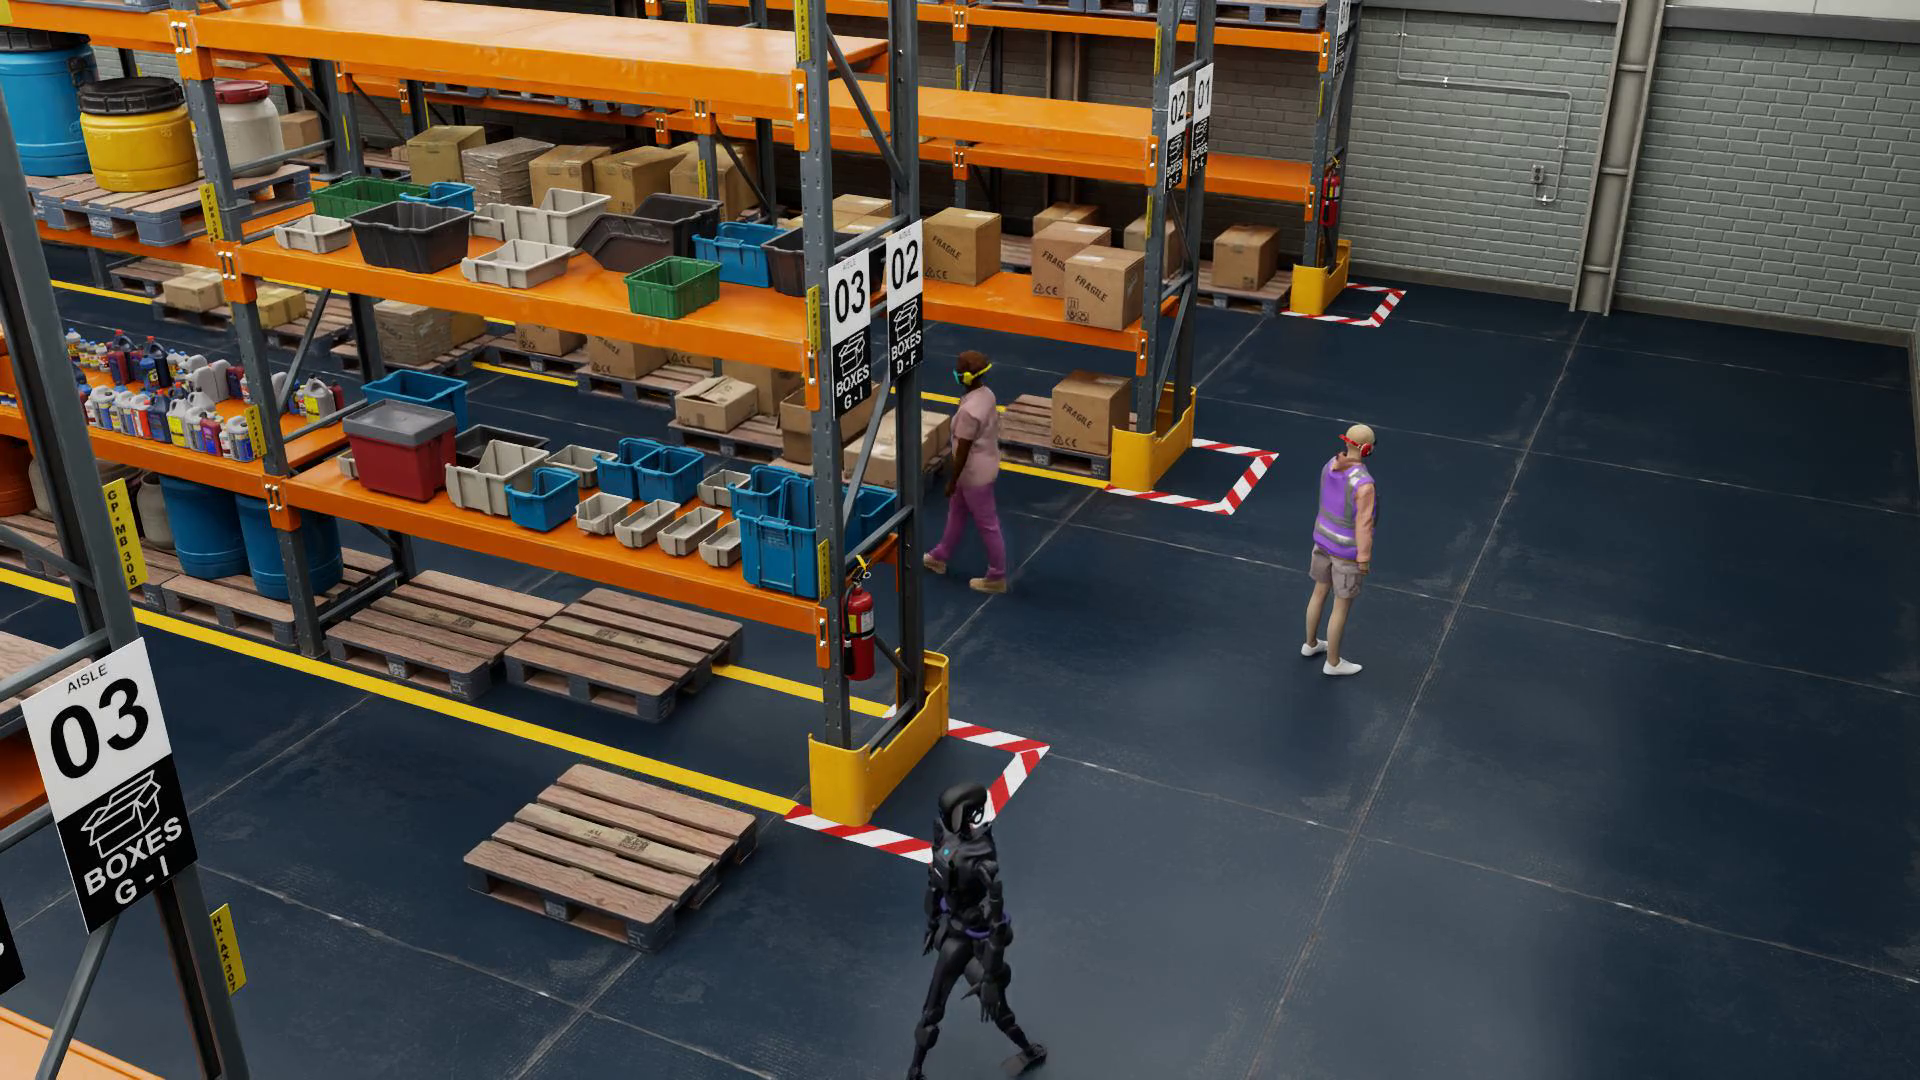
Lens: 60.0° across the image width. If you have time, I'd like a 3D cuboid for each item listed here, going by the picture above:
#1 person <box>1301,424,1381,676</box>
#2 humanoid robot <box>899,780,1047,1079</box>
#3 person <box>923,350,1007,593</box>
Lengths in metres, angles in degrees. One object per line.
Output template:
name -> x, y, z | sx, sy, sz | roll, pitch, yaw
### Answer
person -> 2.432, 0.058, 10.589 | 0.352, 1.688, 0.489 | -11, 28, -21
humanoid robot -> 0.034, 1.757, 7.221 | 0.797, 1.624, 0.586 | -16, 31, -30
person -> -0.029, -0.479, 11.568 | 0.837, 1.764, 0.555 | 5, 27, 11
